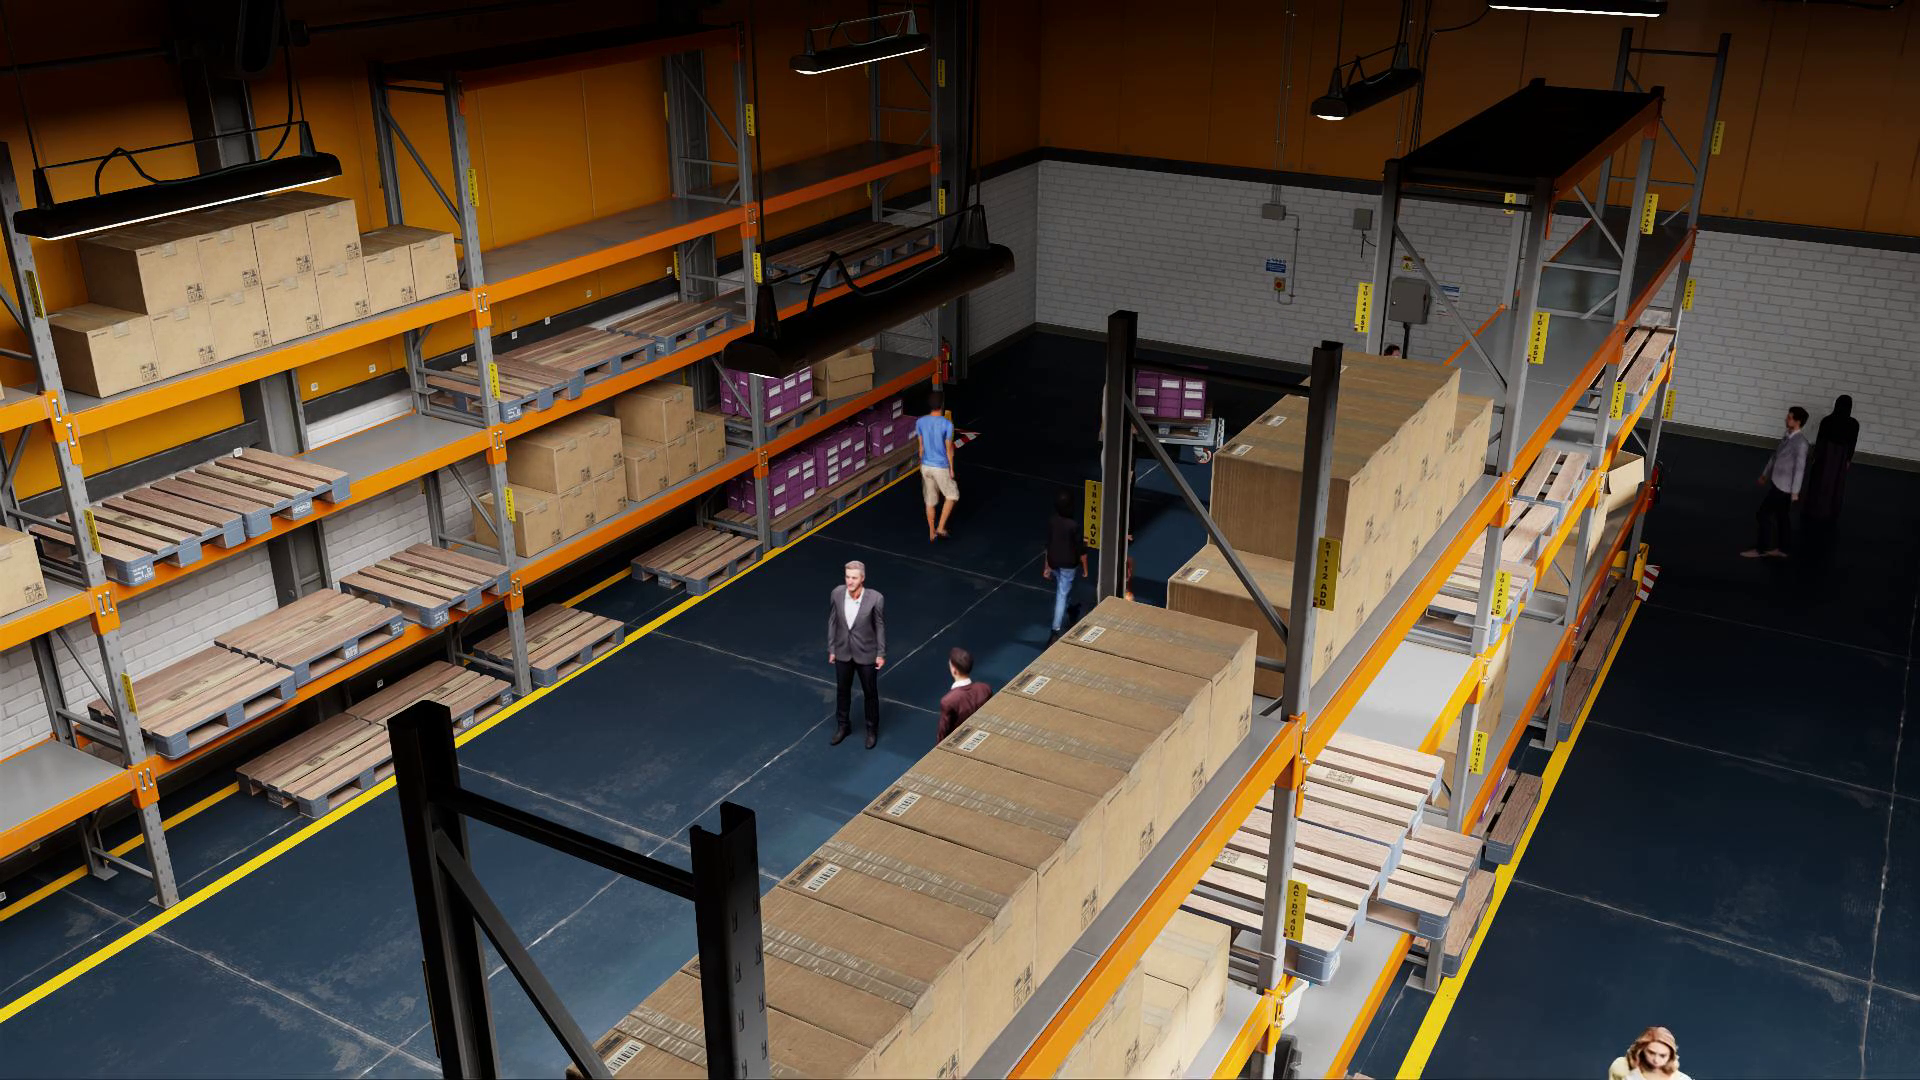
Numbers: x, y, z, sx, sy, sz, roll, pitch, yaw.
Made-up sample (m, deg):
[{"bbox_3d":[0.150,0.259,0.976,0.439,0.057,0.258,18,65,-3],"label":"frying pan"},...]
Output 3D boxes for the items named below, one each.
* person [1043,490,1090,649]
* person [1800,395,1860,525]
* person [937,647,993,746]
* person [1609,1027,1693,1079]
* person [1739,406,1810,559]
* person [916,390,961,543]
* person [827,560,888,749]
[{"bbox_3d":[1.020,0.327,17.063,0.638,1.672,1.079,16,28,32],"label":"person"},{"bbox_3d":[10.574,-0.999,20.168,0.630,1.615,0.629,9,25,19],"label":"person"},{"bbox_3d":[0.032,1.746,13.582,0.710,1.861,0.837,-16,28,-32],"label":"person"},{"bbox_3d":[4.002,3.490,9.808,0.734,1.687,1.055,8,25,17],"label":"person"},{"bbox_3d":[9.536,-0.638,19.071,0.853,1.831,0.816,6,24,13],"label":"person"},{"bbox_3d":[-0.304,-0.824,19.464,0.669,1.858,0.695,11,26,23],"label":"person"},{"bbox_3d":[-0.950,1.018,15.268,0.780,1.842,0.710,6,24,14],"label":"person"}]
